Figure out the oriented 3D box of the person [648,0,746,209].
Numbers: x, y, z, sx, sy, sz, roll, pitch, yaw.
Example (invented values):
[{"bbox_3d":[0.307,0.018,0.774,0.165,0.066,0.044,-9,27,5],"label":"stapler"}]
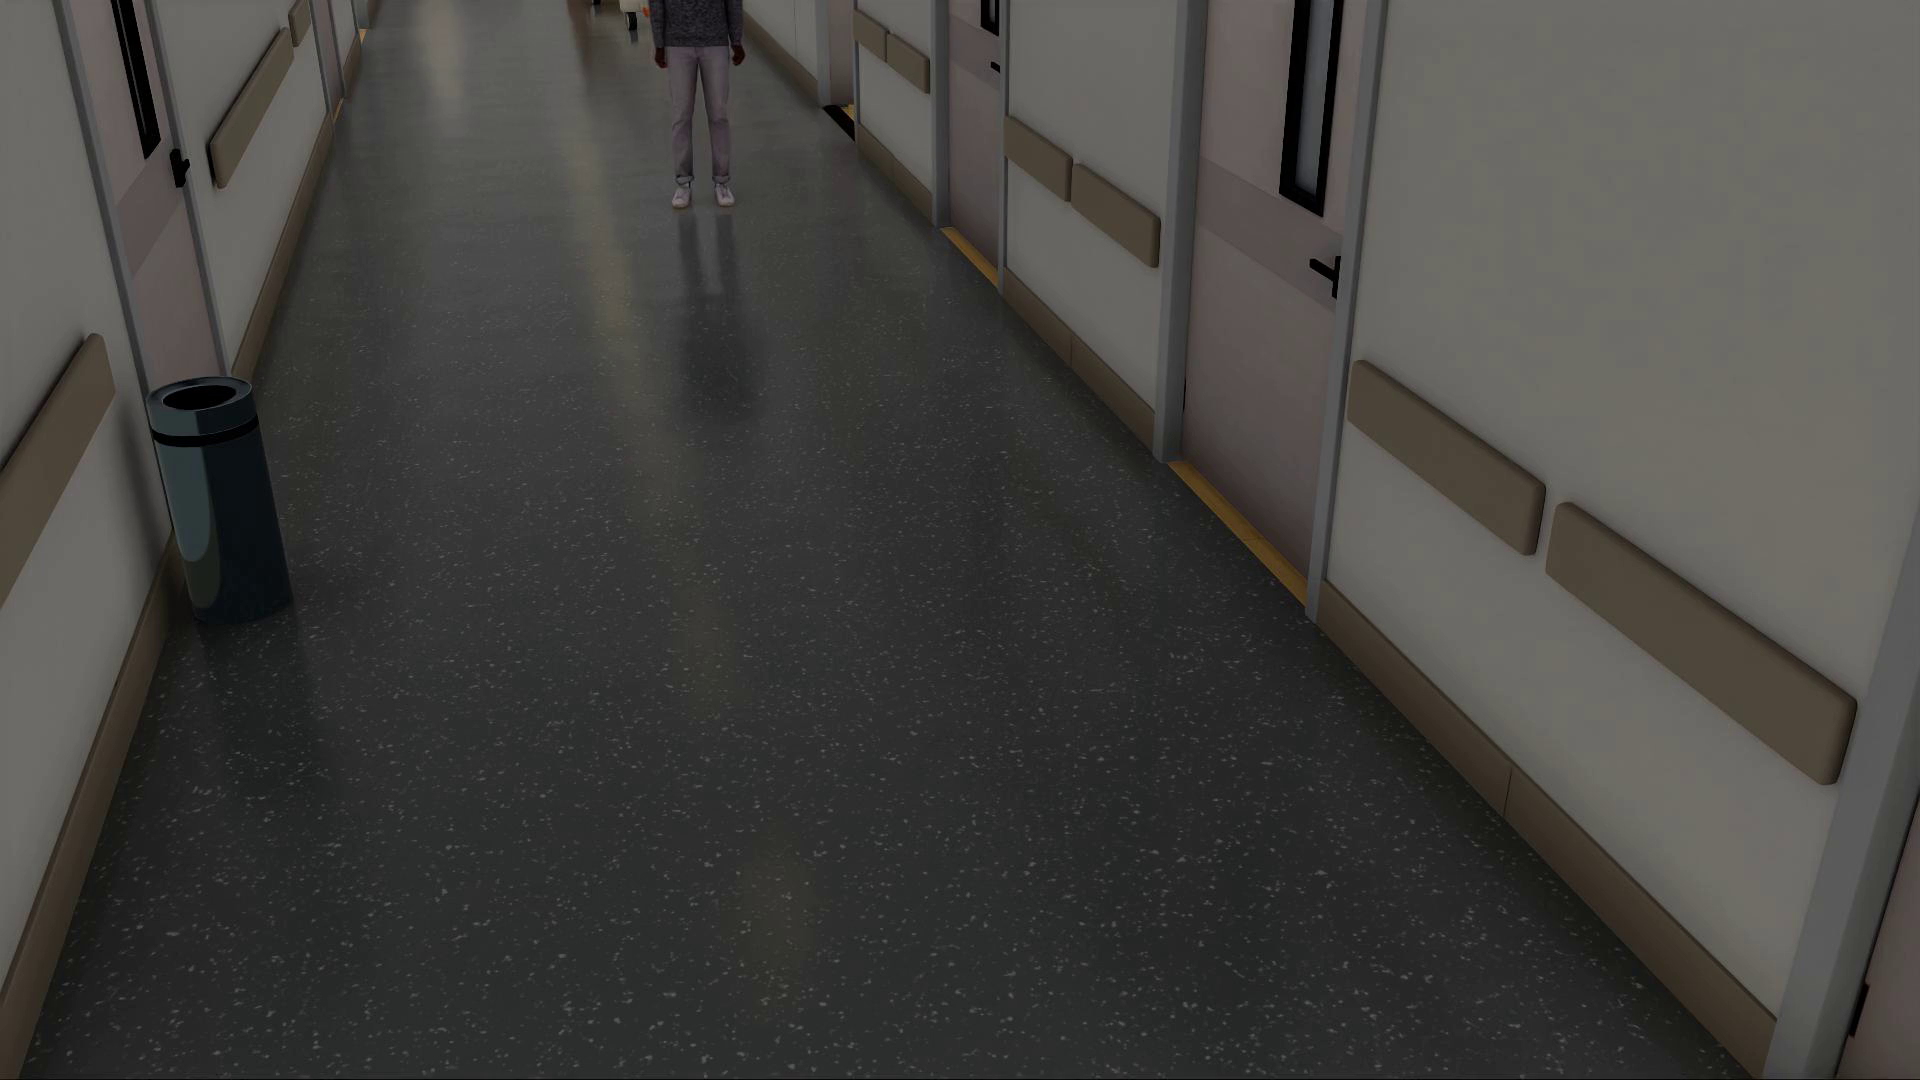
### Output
[{"bbox_3d":[-1.506,-2.860,9.555,0.519,1.836,0.763,-3,26,-7],"label":"person"}]
